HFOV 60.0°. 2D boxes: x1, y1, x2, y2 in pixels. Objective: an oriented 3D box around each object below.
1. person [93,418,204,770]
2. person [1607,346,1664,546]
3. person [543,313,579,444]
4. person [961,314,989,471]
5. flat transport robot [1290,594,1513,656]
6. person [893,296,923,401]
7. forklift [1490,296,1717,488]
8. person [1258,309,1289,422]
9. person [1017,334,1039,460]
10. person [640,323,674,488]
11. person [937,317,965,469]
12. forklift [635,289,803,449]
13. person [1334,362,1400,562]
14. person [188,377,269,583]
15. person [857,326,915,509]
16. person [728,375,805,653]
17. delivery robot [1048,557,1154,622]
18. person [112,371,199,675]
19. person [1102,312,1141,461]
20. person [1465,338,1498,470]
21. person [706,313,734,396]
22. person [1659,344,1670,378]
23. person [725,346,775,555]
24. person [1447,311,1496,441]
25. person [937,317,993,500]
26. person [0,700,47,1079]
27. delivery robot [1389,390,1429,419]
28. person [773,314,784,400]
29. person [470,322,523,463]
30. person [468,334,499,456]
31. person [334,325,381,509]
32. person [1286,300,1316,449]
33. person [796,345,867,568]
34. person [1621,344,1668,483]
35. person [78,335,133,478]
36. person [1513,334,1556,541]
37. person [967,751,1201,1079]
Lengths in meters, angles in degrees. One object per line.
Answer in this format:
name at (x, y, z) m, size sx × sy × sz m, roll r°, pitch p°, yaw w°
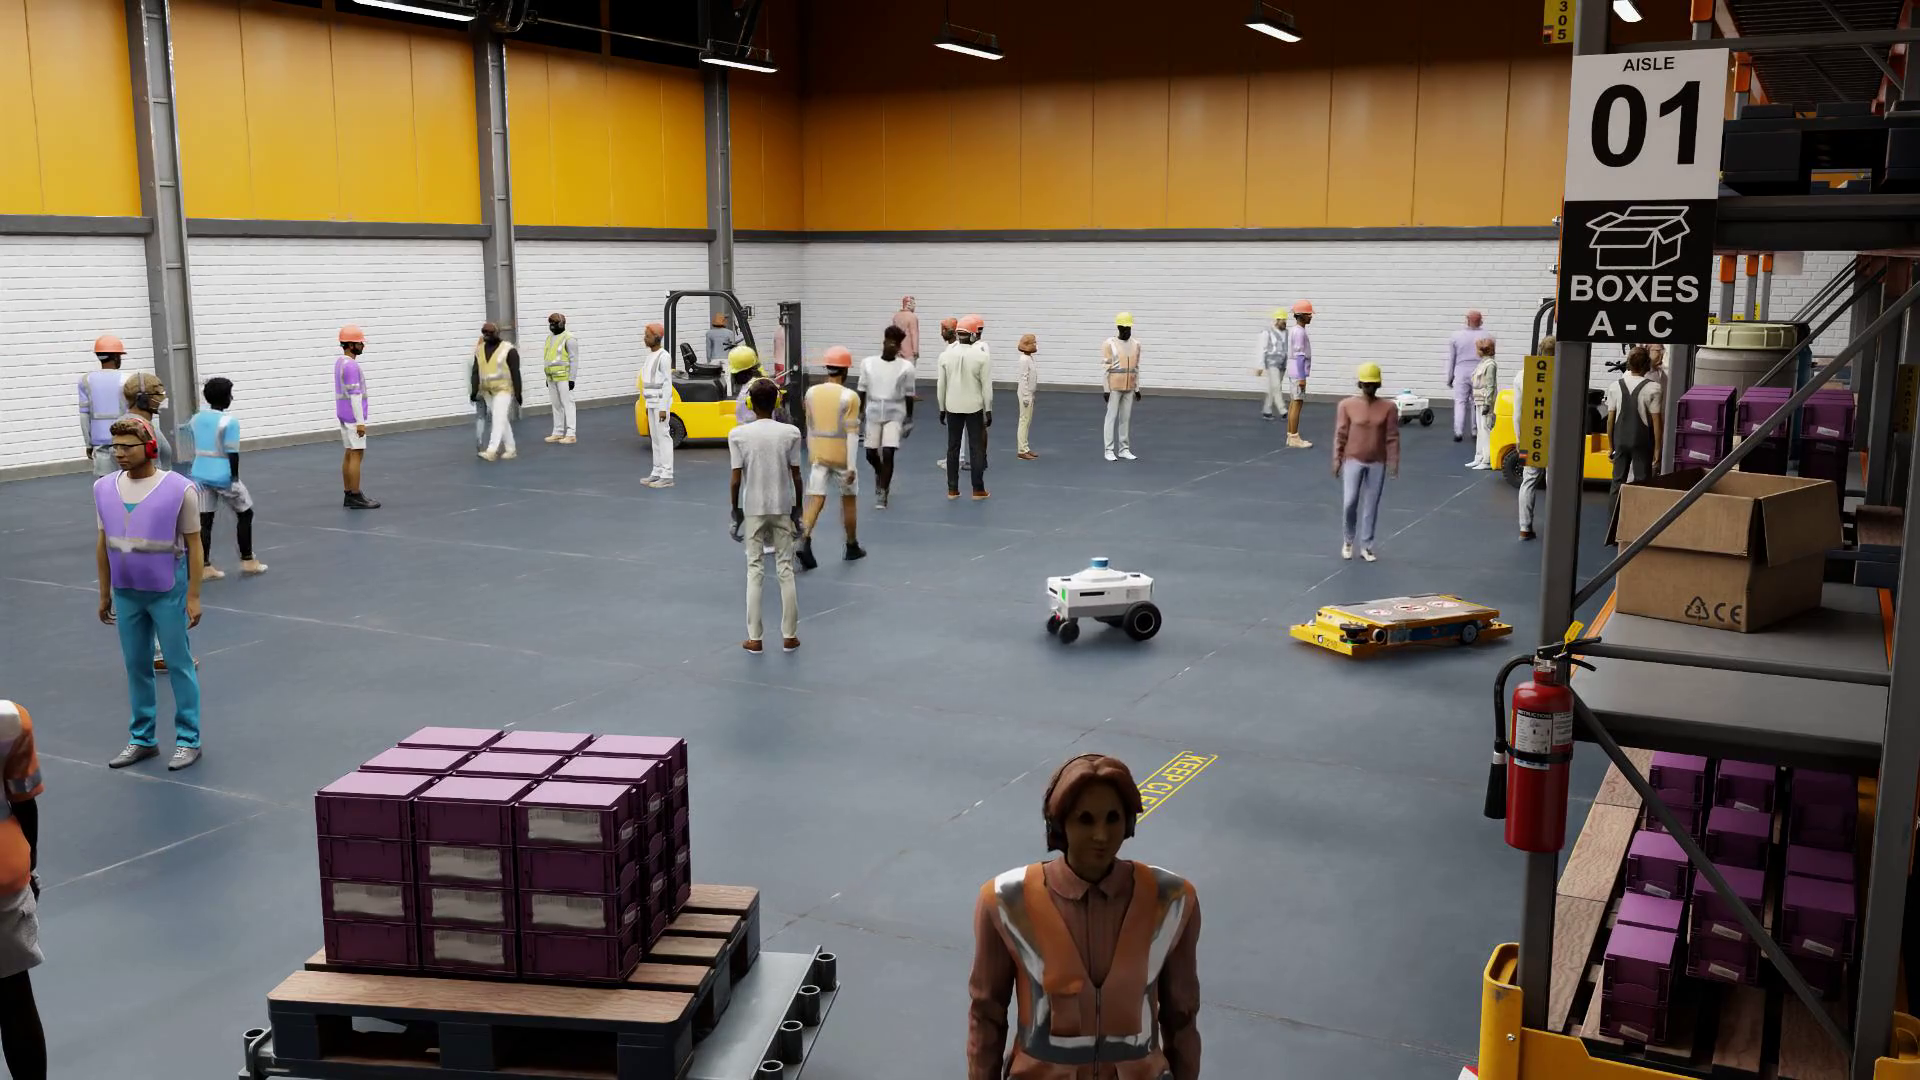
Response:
person at (-4.221, 0.277, 8.689) m, size 0.570 × 1.844 × 0.377 m, roll 1°, pitch 10°, yaw 8°
person at (6.142, -0.838, 15.146) m, size 0.344 × 1.847 × 0.506 m, roll -10°, pitch 14°, yaw -44°
person at (-5.664, -2.282, 23.524) m, size 0.636 × 1.840 × 0.429 m, roll 8°, pitch 13°, yaw 40°
person at (0.182, -1.824, 20.593) m, size 0.355 × 1.934 × 0.553 m, roll 2°, pitch 10°, yaw 11°
flat transport robot at (3.067, 0.573, 11.533) m, size 1.431 × 0.197 × 0.652 m, roll -5°, pitch 11°, yaw -26°
person at (-0.940, -3.475, 30.252) m, size 0.400 × 1.903 × 0.644 m, roll -8°, pitch 12°, yaw -37°
forklift at (7.296, -1.677, 18.993) m, size 2.313 × 2.155 × 1.214 m, roll 5°, pitch 11°, yaw 27°
person at (5.134, -2.776, 26.497) m, size 0.623 × 1.791 × 0.904 m, roll -6°, pitch 12°, yaw -33°
person at (0.891, -1.872, 21.737) m, size 0.278 × 1.636 × 0.505 m, roll 2°, pitch 10°, yaw 11°
person at (-3.486, -1.543, 19.129) m, size 0.356 × 1.880 × 0.572 m, roll -6°, pitch 11°, yaw -29°
person at (-0.092, -1.829, 20.764) m, size 0.355 × 1.887 × 0.573 m, roll -1°, pitch 10°, yaw -9°
forklift at (-3.358, -2.392, 23.136) m, size 2.313 × 2.155 × 1.214 m, roll -1°, pitch 10°, yaw -5°
person at (3.534, -0.674, 14.451) m, size 0.544 × 1.747 × 0.383 m, roll 0°, pitch 10°, yaw -1°
person at (-6.046, -0.506, 13.709) m, size 0.551 × 1.667 × 0.687 m, roll 4°, pitch 10°, yaw 20°
person at (-0.785, -1.316, 17.657) m, size 0.645 × 1.932 × 0.641 m, roll 1°, pitch 10°, yaw 7°
person at (-1.297, -0.167, 11.192) m, size 0.507 × 1.872 × 0.329 m, roll -2°, pitch 10°, yaw -12°
delivery robot at (0.981, 0.366, 11.636) m, size 0.707 × 0.478 × 0.477 m, roll -3°, pitch 10°, yaw -16°
person at (-5.194, -0.110, 10.660) m, size 0.355 × 1.938 × 0.637 m, roll -8°, pitch 13°, yaw -39°
person at (2.105, -1.990, 21.578) m, size 0.587 × 1.928 × 0.382 m, roll -6°, pitch 11°, yaw -30°
person at (6.508, -1.687, 20.664) m, size 0.311 × 1.639 × 0.513 m, roll 1°, pitch 10°, yaw 3°
person at (-4.180, -3.132, 29.036) m, size 0.498 × 1.634 × 0.279 m, roll -1°, pitch 10°, yaw -4°
person at (10.194, -2.322, 23.811) m, size 0.620 × 1.813 × 0.424 m, roll 9°, pitch 13°, yaw 43°
person at (-1.816, -0.797, 14.819) m, size 0.490 × 1.877 × 0.703 m, roll 0°, pitch 10°, yaw 2°
person at (7.322, -2.348, 23.831) m, size 0.662 × 1.872 × 0.897 m, roll 4°, pitch 10°, yaw 20°
person at (0.065, -1.436, 18.173) m, size 0.619 × 1.992 × 0.396 m, roll 3°, pitch 10°, yaw 17°
person at (-2.917, 1.020, 4.813) m, size 0.318 × 1.700 × 0.535 m, roll 7°, pitch 12°, yaw 37°
delivery robot at (6.940, -2.091, 25.838) m, size 0.707 × 0.478 × 0.477 m, roll -5°, pitch 11°, yaw -33°
person at (-2.832, -2.826, 26.893) m, size 0.329 × 1.765 × 0.526 m, roll -6°, pitch 12°, yaw -32°
person at (-6.010, -1.895, 21.421) m, size 0.622 × 1.788 × 0.937 m, roll 4°, pitch 11°, yaw 24°
person at (-6.234, -1.906, 21.982) m, size 0.506 × 1.622 × 0.390 m, roll -1°, pitch 10°, yaw -5°
person at (-6.363, -1.292, 17.509) m, size 0.356 × 1.936 × 0.551 m, roll -6°, pitch 12°, yaw -33°
person at (4.702, -2.287, 22.963) m, size 0.372 × 2.044 × 0.608 m, roll 1°, pitch 10°, yaw 4°
person at (-1.121, -0.713, 14.286) m, size 0.556 × 1.908 × 0.897 m, roll 4°, pitch 11°, yaw 24°
person at (6.588, -1.008, 15.955) m, size 0.642 × 1.908 × 0.409 m, roll -9°, pitch 13°, yaw -41°
person at (-7.840, -0.932, 15.436) m, size 0.548 × 1.934 × 0.375 m, roll -1°, pitch 10°, yaw -7°
person at (5.444, -0.935, 15.454) m, size 0.629 × 1.937 × 0.373 m, roll 8°, pitch 13°, yaw 40°
person at (0.269, 1.254, 3.620) m, size 0.515 × 1.645 × 0.308 m, roll -1°, pitch 10°, yaw -6°
